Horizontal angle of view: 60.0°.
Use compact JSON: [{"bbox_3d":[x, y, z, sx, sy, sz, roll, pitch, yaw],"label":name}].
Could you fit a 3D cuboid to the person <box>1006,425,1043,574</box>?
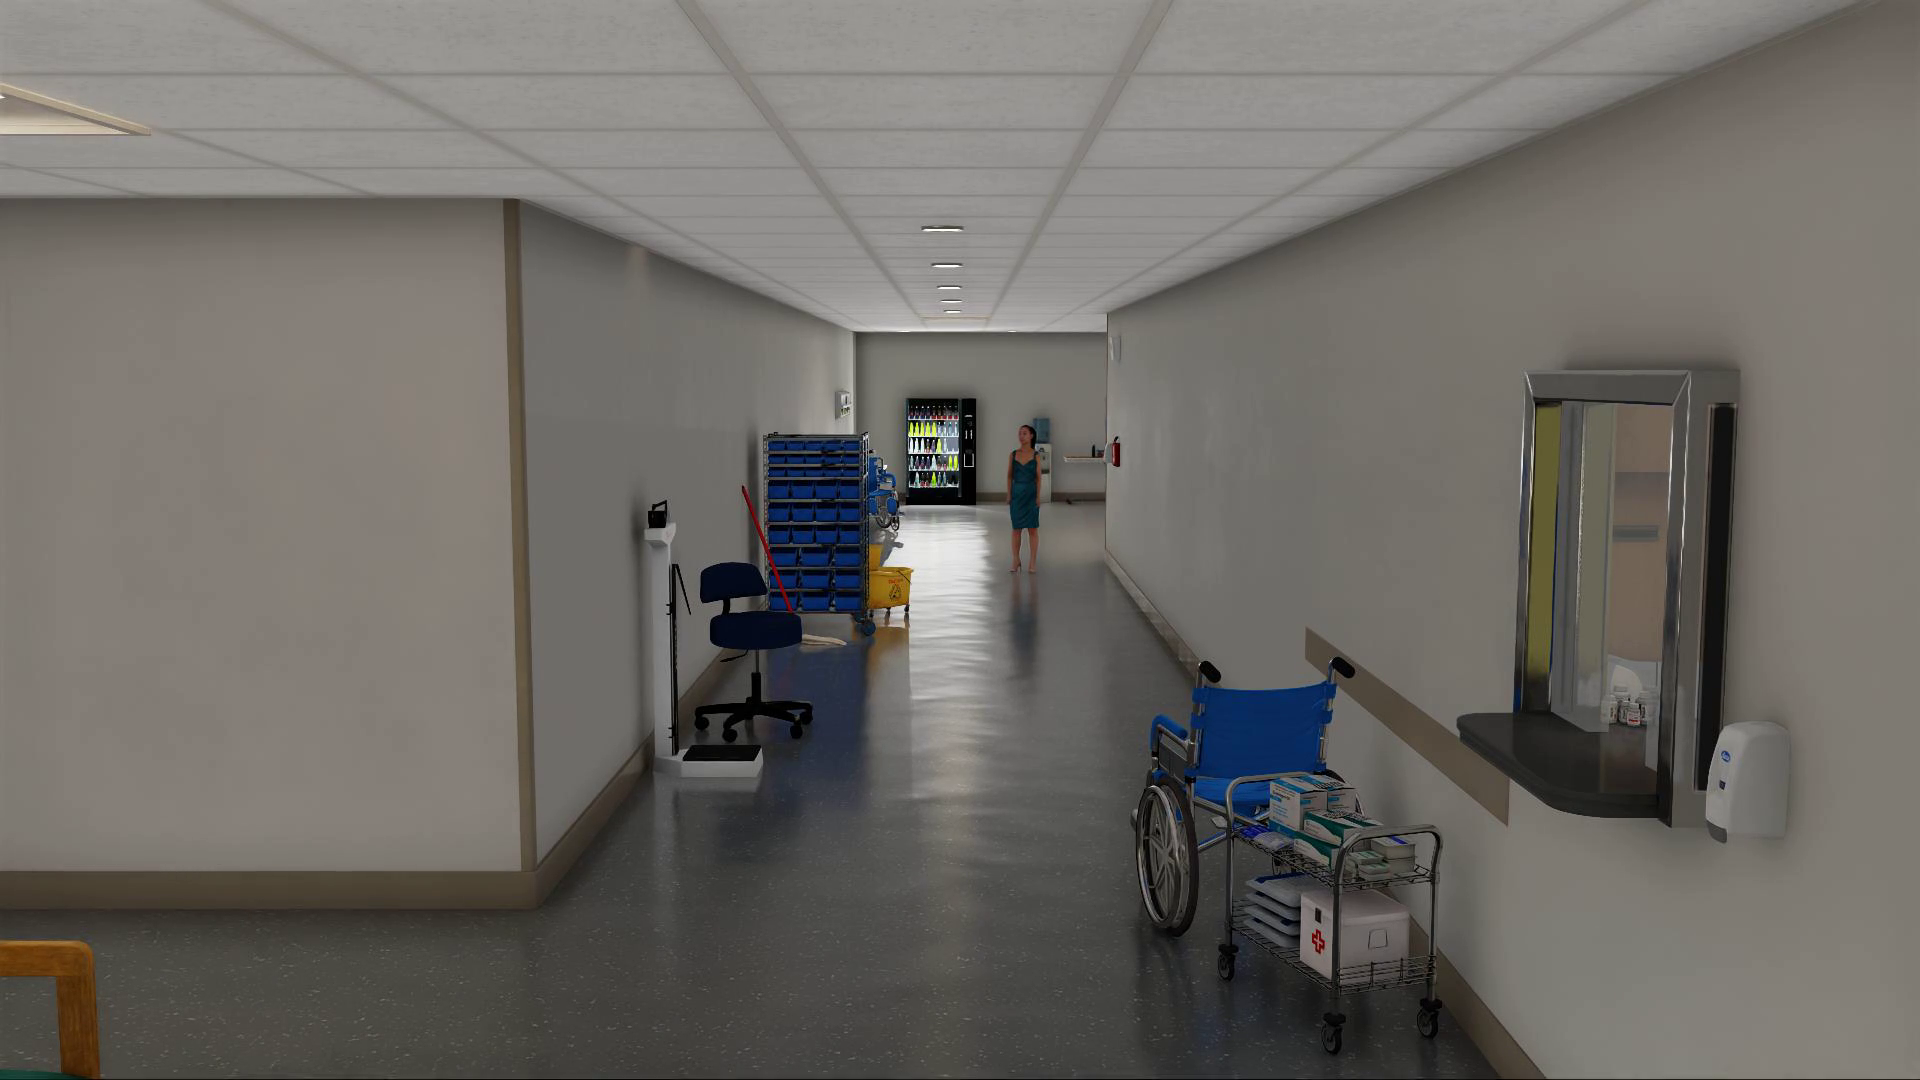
[{"bbox_3d":[0.739,-0.466,18.937,0.512,1.687,0.669,2,6,16],"label":"person"}]
